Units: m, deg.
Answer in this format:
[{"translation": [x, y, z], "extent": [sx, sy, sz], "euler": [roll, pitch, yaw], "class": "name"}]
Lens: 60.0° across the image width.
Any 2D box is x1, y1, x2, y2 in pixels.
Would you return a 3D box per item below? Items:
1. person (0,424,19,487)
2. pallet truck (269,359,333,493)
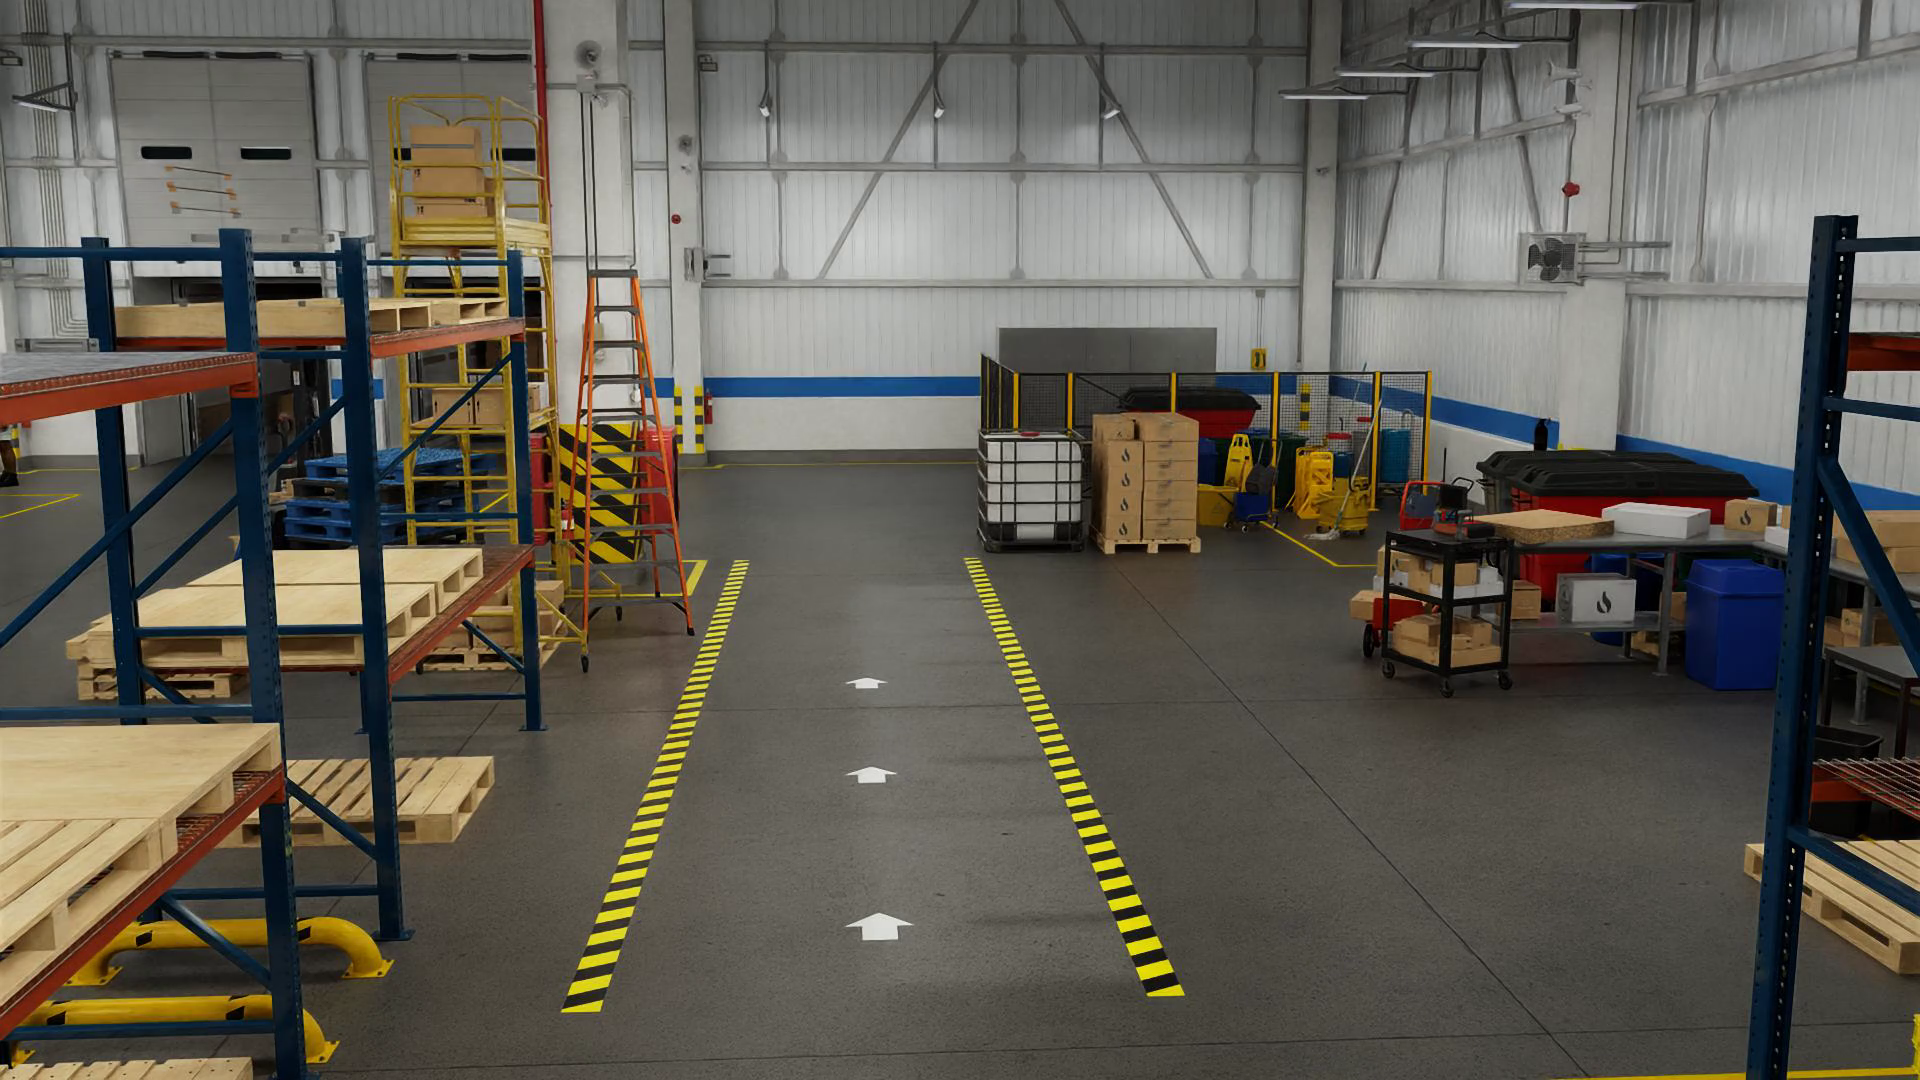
[{"translation": [-13.110, -1.679, 22.657], "extent": [0.387, 1.929, 0.546], "euler": [-9, 12, -43], "class": "person"}, {"translation": [-7.062, -1.131, 18.996], "extent": [1.885, 1.965, 0.823], "euler": [2, 9, 13], "class": "pallet truck"}]
